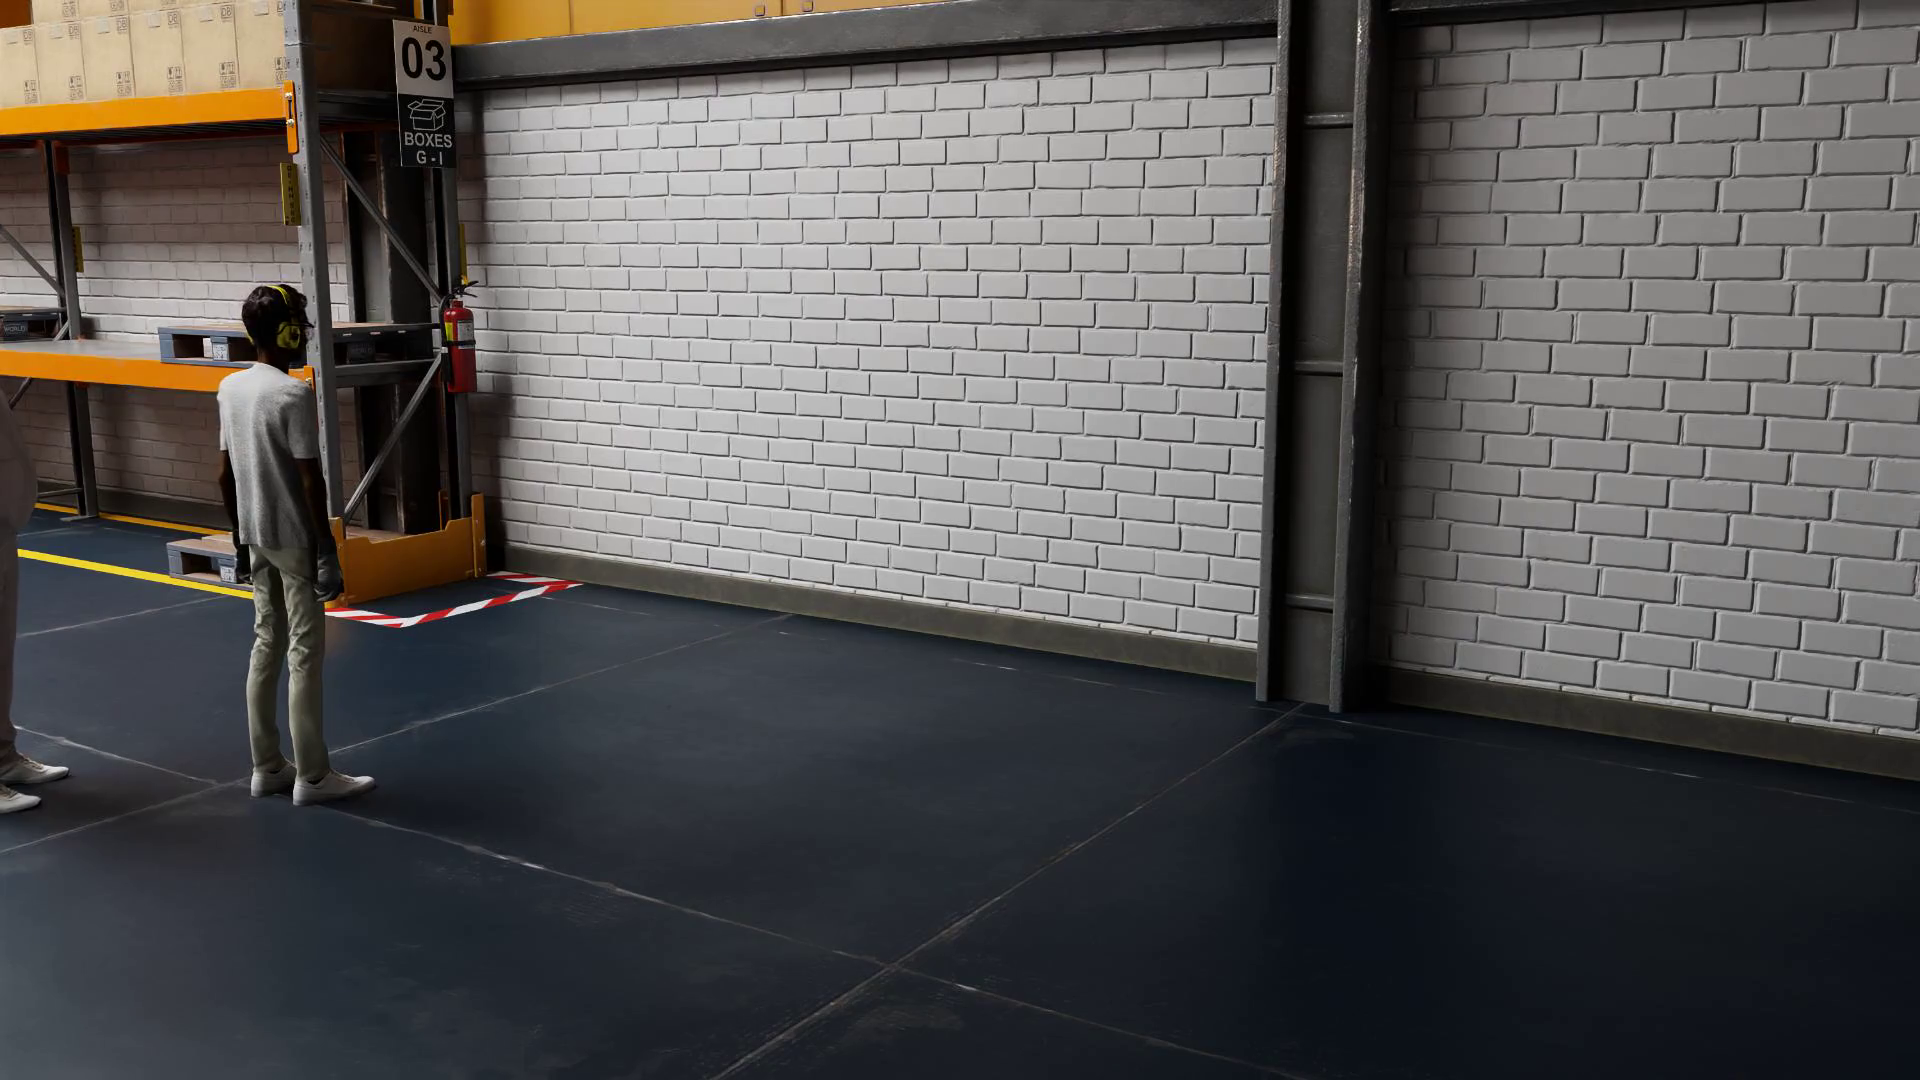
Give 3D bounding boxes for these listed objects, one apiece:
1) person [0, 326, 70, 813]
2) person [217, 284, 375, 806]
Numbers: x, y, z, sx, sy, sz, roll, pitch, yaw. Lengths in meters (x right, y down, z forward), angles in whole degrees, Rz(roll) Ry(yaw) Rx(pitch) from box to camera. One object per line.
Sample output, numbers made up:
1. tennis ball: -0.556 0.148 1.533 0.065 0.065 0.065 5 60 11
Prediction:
1. person: -3.484 0.024 5.912 0.399 1.897 0.647 -3 11 -18
2. person: -2.423 0.022 5.995 0.536 1.865 0.312 6 12 30
